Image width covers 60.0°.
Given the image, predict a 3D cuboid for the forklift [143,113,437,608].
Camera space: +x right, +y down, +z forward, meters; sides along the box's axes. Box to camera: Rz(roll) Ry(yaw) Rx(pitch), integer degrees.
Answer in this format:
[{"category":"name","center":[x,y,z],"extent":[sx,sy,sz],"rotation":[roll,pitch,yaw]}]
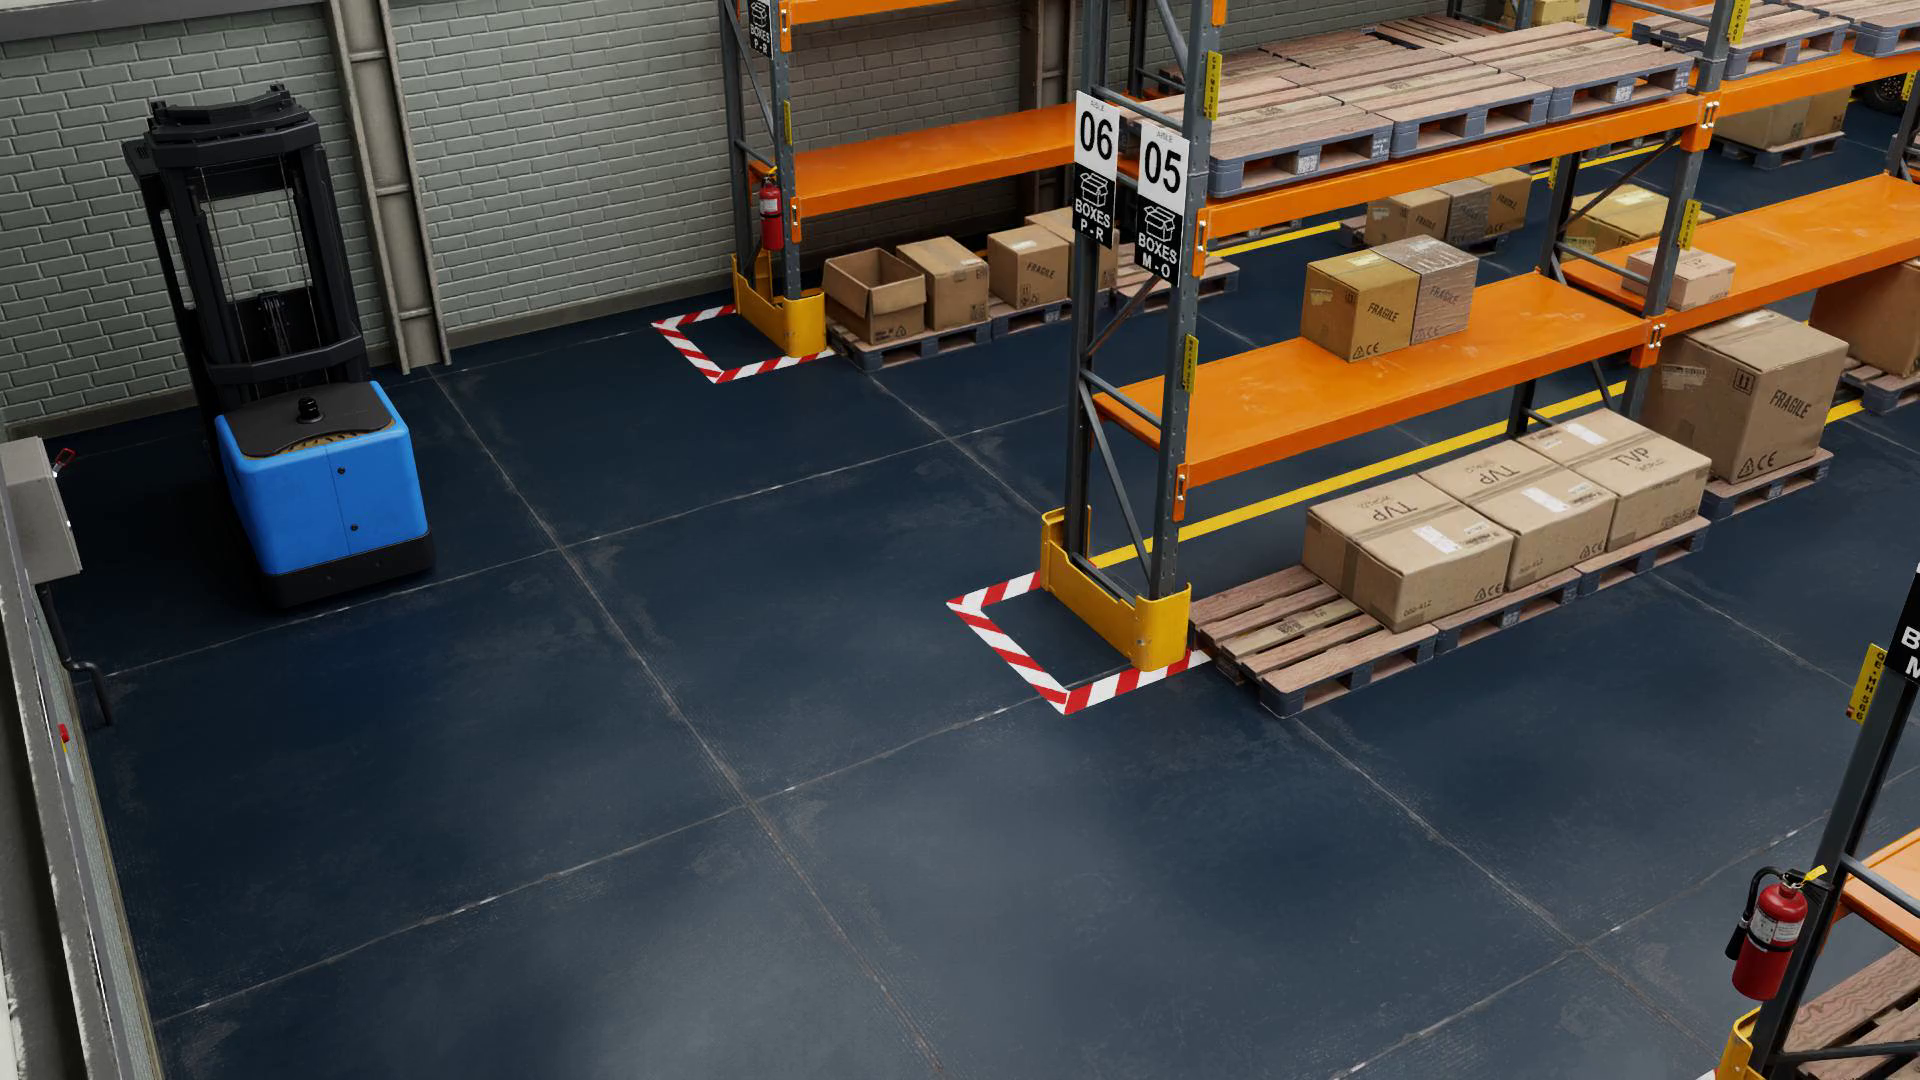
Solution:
[{"category":"forklift","center":[-4.289,-1.259,10.509],"extent":[1.129,2.768,1.873],"rotation":[-17,36,-26]}]

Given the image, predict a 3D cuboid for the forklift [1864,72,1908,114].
[{"category":"forklift","center":[11.468,-5.645,18.244],"extent":[1.214,2.155,2.313],"rotation":[-17,36,-26]}]
